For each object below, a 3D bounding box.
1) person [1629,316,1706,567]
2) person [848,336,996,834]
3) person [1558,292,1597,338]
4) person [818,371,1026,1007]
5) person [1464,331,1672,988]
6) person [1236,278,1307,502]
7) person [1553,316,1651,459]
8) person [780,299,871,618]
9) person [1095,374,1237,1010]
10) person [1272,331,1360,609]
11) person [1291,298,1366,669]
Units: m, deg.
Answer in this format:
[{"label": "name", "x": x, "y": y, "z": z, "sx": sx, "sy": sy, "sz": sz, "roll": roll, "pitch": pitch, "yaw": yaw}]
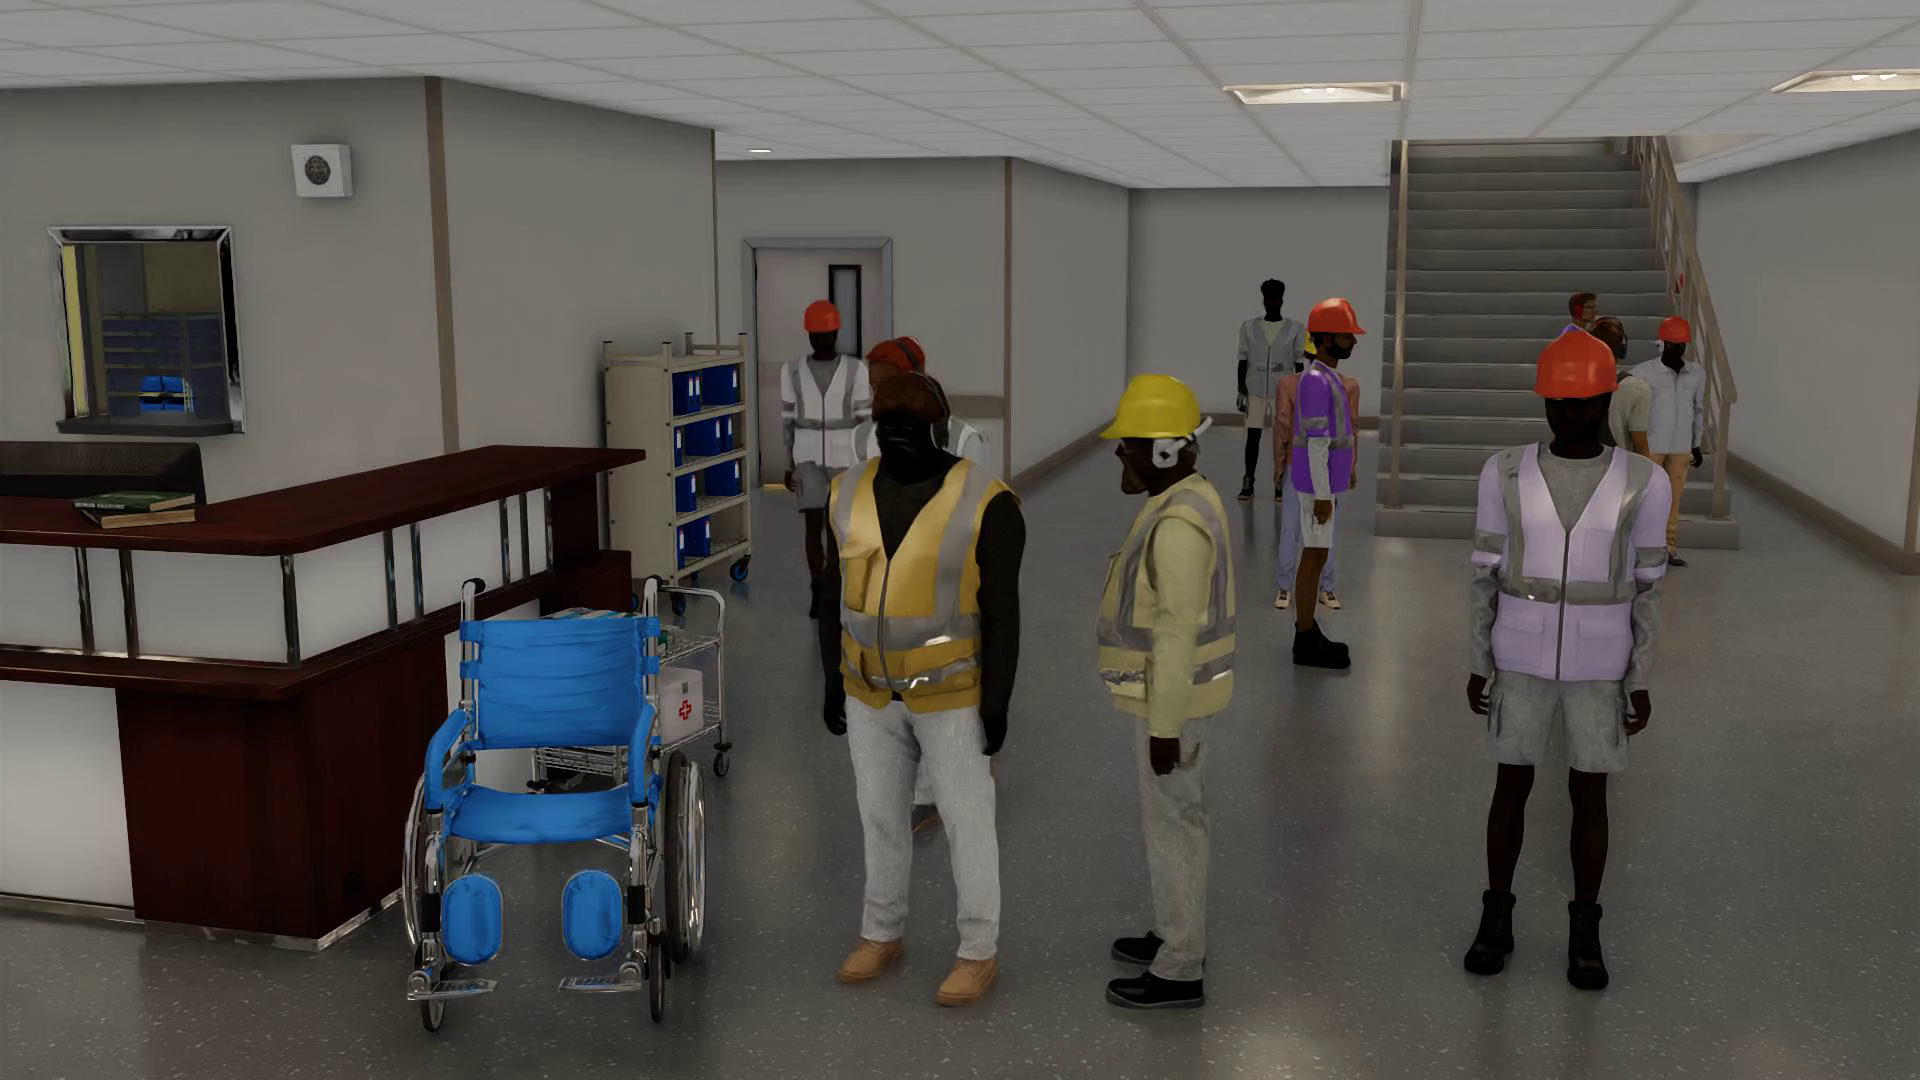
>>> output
[{"label": "person", "x": 4.892, "y": -0.673, "z": 11.521, "sx": 0.573, "sy": 1.749, "sz": 0.343, "roll": -1, "pitch": 10, "yaw": -7}, {"label": "person", "x": -0.140, "y": 0.174, "z": 6.218, "sx": 0.584, "sy": 1.870, "sz": 0.494, "roll": 6, "pitch": 11, "yaw": 30}, {"label": "person", "x": 5.374, "y": -1.240, "z": 14.578, "sx": 0.389, "sy": 1.850, "sz": 0.566, "roll": 6, "pitch": 11, "yaw": 31}, {"label": "person", "x": -0.129, "y": 0.430, "z": 4.815, "sx": 0.627, "sy": 1.834, "sz": 0.431, "roll": 5, "pitch": 11, "yaw": 26}, {"label": "person", "x": 1.776, "y": 0.356, "z": 4.916, "sx": 0.545, "sy": 1.938, "sz": 0.360, "roll": 4, "pitch": 10, "yaw": 21}, {"label": "person", "x": 2.737, "y": -1.318, "z": 14.687, "sx": 0.603, "sy": 1.966, "sz": 0.372, "roll": 3, "pitch": 10, "yaw": 17}, {"label": "person", "x": 3.374, "y": -0.255, "z": 8.799, "sx": 0.505, "sy": 1.841, "sz": 0.346, "roll": 7, "pitch": 12, "yaw": 35}, {"label": "person", "x": -0.813, "y": -0.525, "z": 10.226, "sx": 0.548, "sy": 1.909, "sz": 0.880, "roll": 0, "pitch": 10, "yaw": -1}, {"label": "person", "x": 0.591, "y": 0.434, "z": 4.811, "sx": 0.403, "sy": 1.824, "sz": 0.598, "roll": 1, "pitch": 10, "yaw": 8}, {"label": "person", "x": 2.170, "y": -0.445, "z": 10.166, "sx": 0.522, "sy": 1.761, "sz": 0.327, "roll": 1, "pitch": 10, "yaw": 3}, {"label": "person", "x": 1.931, "y": -0.301, "z": 8.787, "sx": 0.357, "sy": 1.938, "sz": 0.543, "roll": 2, "pitch": 10, "yaw": 13}]
